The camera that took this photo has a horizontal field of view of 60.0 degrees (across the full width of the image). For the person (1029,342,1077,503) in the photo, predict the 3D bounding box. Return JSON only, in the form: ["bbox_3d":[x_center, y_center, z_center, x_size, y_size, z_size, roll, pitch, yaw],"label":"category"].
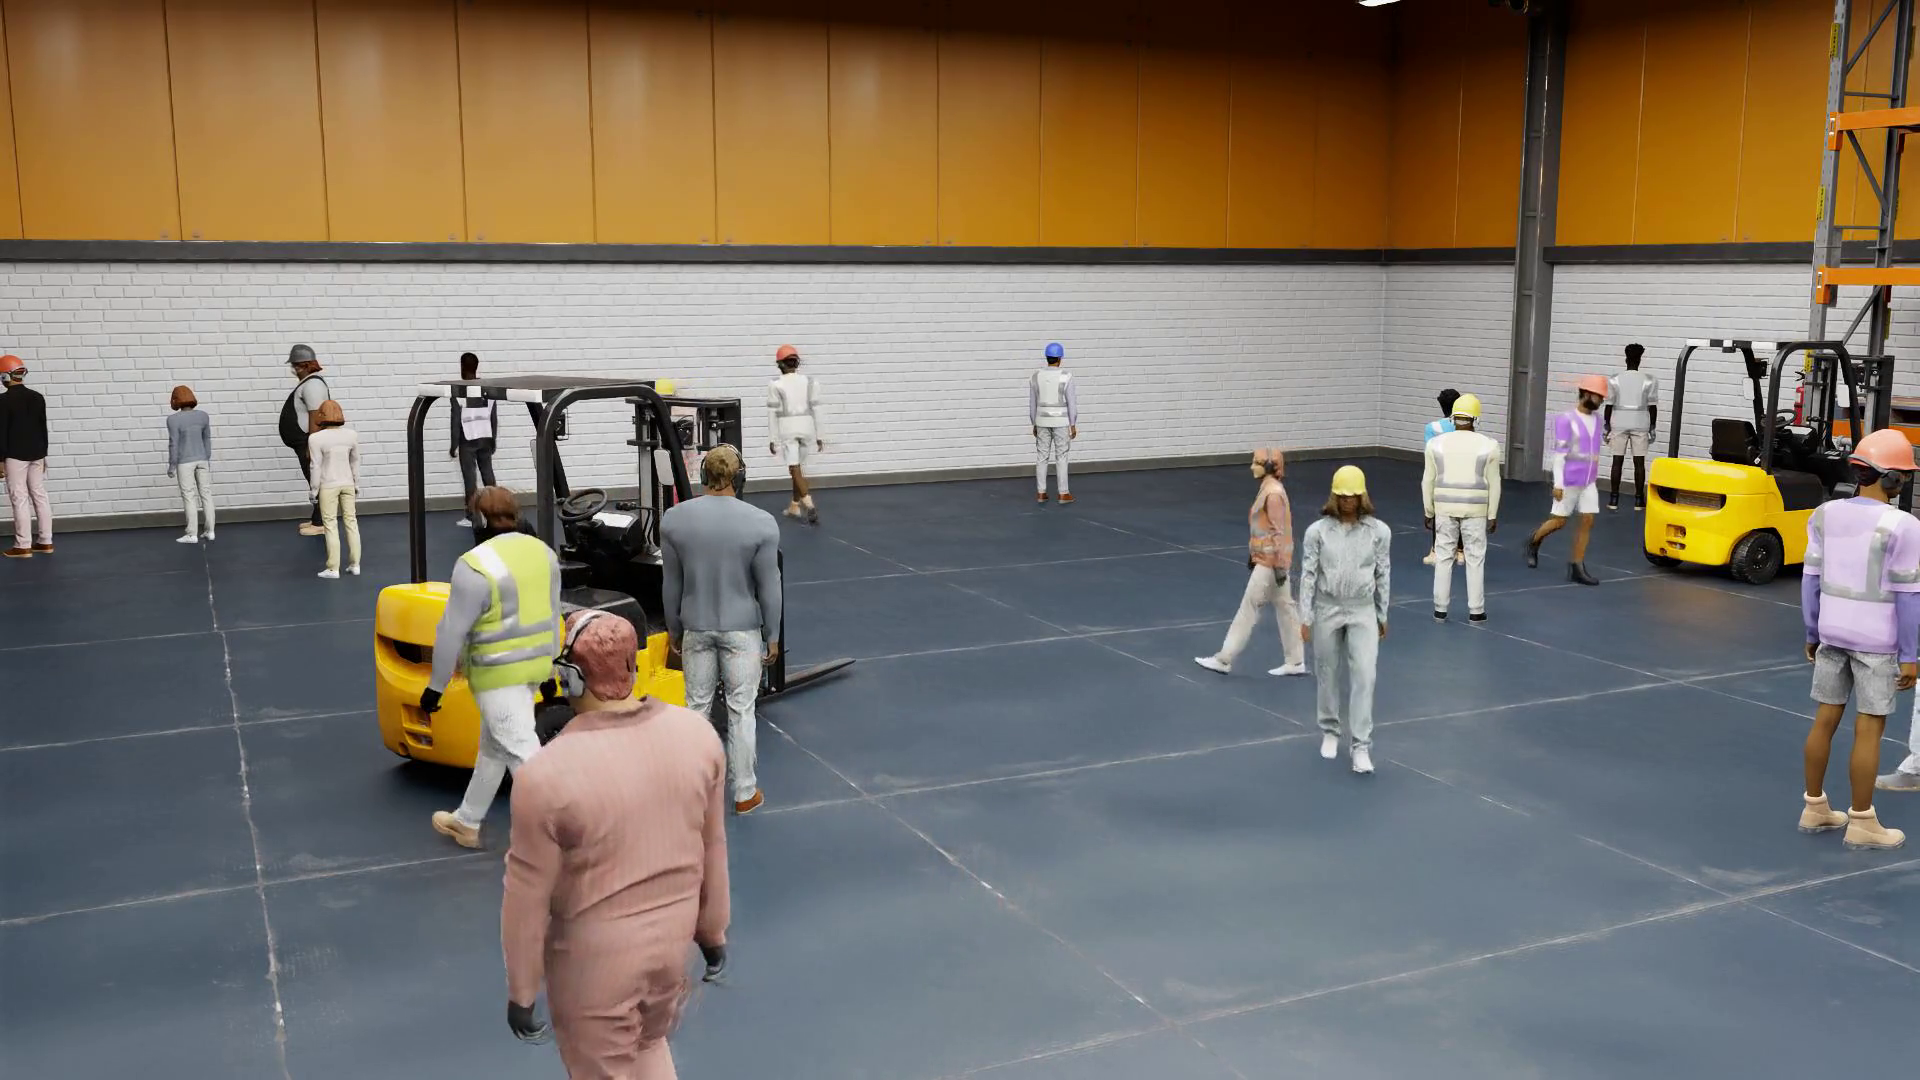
[{"bbox_3d":[1.132,-1.413,20.139,0.605,1.948,0.384,4,10,24],"label":"person"}]

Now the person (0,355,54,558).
[{"bbox_3d":[-9.248,-0.824,16.372,0.401,1.986,0.613,2,9,12],"label":"person"}]

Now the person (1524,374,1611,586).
[{"bbox_3d":[5.524,-0.570,15.086,0.547,1.898,0.817,-4,10,-22],"label":"person"}]

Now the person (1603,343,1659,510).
[{"bbox_3d":[7.879,-1.330,19.562,0.600,1.967,0.367,4,10,23],"label":"person"}]

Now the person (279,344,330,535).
[{"bbox_3d":[-6.978,-1.075,17.753,0.537,2.000,0.689,-3,10,-20],"label":"person"}]

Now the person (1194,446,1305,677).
[{"bbox_3d":[2.022,0.152,11.452,0.818,1.600,0.541,2,9,11],"label":"person"}]

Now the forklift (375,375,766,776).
[{"bbox_3d":[-2.268,0.149,9.685,1.214,2.155,2.313,6,11,32],"label":"forklift"}]

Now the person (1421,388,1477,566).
[{"bbox_3d":[4.647,-0.592,15.833,0.531,1.692,0.320,-2,9,-10],"label":"person"}]

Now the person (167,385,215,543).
[{"bbox_3d":[-7.965,-0.784,17.208,0.279,1.633,0.497,5,10,27],"label":"person"}]

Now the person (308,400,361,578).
[{"bbox_3d":[-5.725,-0.467,15.242,0.278,1.633,0.507,7,11,36],"label":"person"}]

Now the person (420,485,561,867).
[{"bbox_3d":[-2.245,0.643,7.850,0.929,1.783,0.643,3,10,19],"label":"person"}]

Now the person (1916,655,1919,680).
[{"bbox_3d":[5.274,0.551,8.528,0.655,1.773,0.925,4,10,21],"label":"person"}]

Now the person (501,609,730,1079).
[{"bbox_3d":[-0.958,1.122,4.572,0.432,1.891,0.676,8,12,42],"label":"person"}]

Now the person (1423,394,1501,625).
[{"bbox_3d":[3.982,-0.241,13.221,0.591,1.834,0.404,4,10,24],"label":"person"}]

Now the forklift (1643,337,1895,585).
[{"bbox_3d":[7.551,-0.789,15.507,2.313,2.155,1.214,-4,10,-25],"label":"forklift"}]

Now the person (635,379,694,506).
[{"bbox_3d":[-3.000,-0.764,16.821,0.531,1.720,0.913,4,10,23],"label":"person"}]

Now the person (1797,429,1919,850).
[{"bbox_3d":[4.416,0.477,8.121,0.392,2.041,0.615,-4,10,-21],"label":"person"}]

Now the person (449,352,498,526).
[{"bbox_3d":[-5.337,-1.104,18.315,0.375,1.917,0.594,8,12,39],"label":"person"}]

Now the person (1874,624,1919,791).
[{"bbox_3d":[5.310,0.469,8.773,0.690,1.855,0.629,2,9,13],"label":"person"}]

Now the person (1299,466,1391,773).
[{"bbox_3d":[2.161,0.448,9.324,0.503,1.711,0.815,2,9,10],"label":"person"}]

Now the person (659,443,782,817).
[{"bbox_3d":[-1.219,0.469,8.540,0.630,1.934,0.366,1,9,9],"label":"person"}]

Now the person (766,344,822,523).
[{"bbox_3d":[-1.812,-1.186,18.650,0.625,2.009,0.953,-6,11,-32],"label":"person"}]
